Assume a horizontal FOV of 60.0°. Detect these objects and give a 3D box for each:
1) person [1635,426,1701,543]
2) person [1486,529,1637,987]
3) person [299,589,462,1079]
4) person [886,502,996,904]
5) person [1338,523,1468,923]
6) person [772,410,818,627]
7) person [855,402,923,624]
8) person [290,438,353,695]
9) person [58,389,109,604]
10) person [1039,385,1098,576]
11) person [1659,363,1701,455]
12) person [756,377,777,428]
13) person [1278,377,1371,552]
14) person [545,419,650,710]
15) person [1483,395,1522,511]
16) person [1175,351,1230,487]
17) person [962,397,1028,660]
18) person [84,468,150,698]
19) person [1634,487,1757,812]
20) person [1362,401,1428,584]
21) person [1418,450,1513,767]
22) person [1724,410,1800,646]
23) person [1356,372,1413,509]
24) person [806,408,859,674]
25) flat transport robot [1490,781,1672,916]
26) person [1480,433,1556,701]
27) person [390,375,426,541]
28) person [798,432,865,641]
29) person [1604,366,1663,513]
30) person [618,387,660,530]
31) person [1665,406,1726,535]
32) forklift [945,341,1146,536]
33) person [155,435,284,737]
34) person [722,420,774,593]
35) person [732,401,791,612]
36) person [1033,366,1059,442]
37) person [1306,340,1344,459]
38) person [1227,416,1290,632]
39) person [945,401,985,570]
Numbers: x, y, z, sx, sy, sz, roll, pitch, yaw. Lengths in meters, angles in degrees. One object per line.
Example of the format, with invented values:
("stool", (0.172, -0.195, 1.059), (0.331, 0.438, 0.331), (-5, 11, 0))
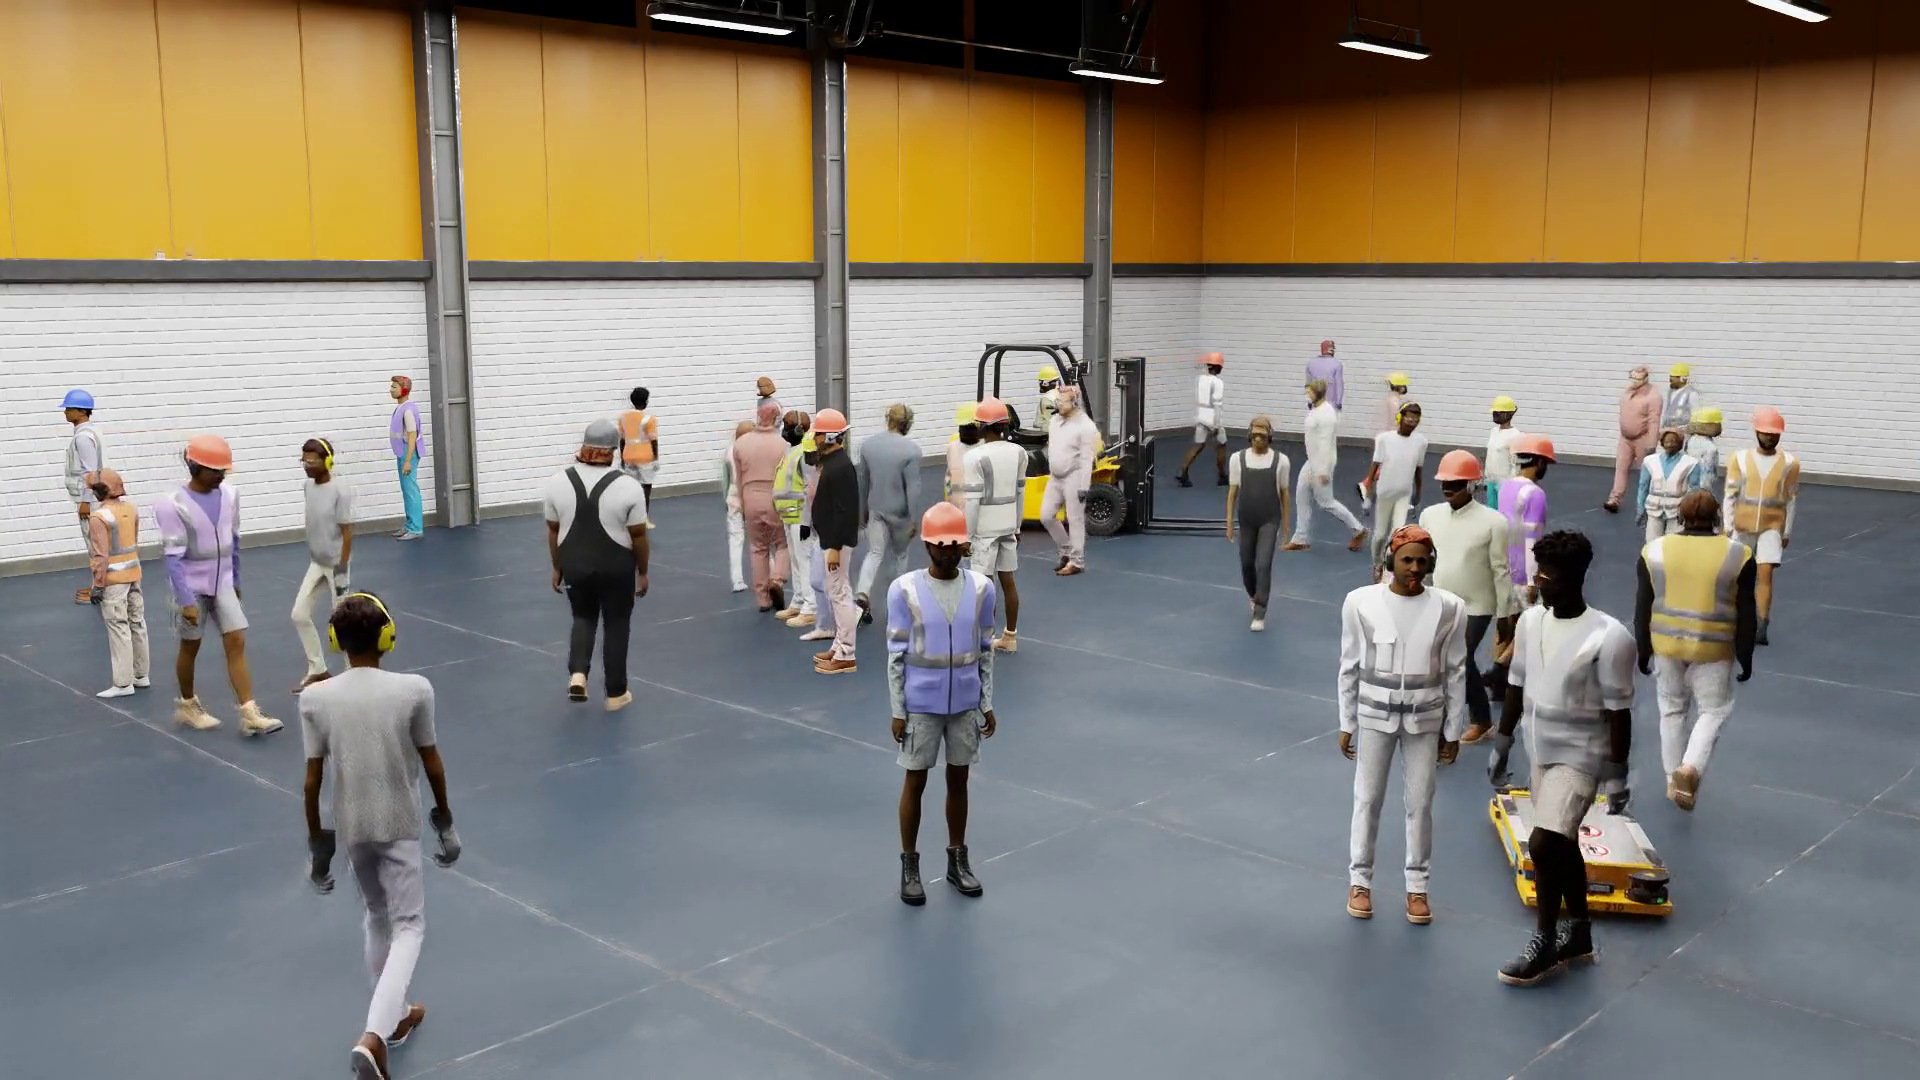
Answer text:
("person", (6.394, -0.214, 15.015), (0.523, 1.628, 0.384), (7, 12, 38))
("person", (2.484, 0.919, 7.083), (0.733, 1.935, 0.618), (-3, 10, -20))
("person", (-2.191, 1.111, 6.237), (0.533, 1.846, 0.824), (0, 9, 0))
("person", (-0.077, 0.774, 7.989), (0.546, 1.939, 0.375), (-3, 10, -18))
("person", (2.044, 0.852, 7.725), (0.574, 1.876, 0.340), (2, 9, 12))
("person", (-1.382, -0.188, 14.189), (0.429, 1.845, 0.621), (-3, 10, -19))
("person", (-0.626, -0.234, 14.314), (0.657, 1.896, 0.868), (5, 10, 27))
("person", (-4.542, 0.201, 11.783), (0.544, 1.843, 0.641), (6, 11, 32))
("person", (-7.950, -0.404, 15.172), (0.375, 1.950, 0.614), (-4, 10, -24))
("person", (1.053, -0.581, 16.434), (0.431, 1.890, 0.674), (-7, 12, -37))
("person", (9.742, -1.498, 22.420), (0.944, 1.781, 0.614), (-1, 9, -7))
("person", (-2.519, -1.313, 21.720), (0.280, 1.632, 0.501), (-6, 11, -32))
("person", (3.911, -0.790, 17.719), (0.896, 1.907, 0.630), (0, 9, -1))
("person", (-2.454, 0.161, 11.438), (0.698, 2.000, 0.537), (1, 9, 6))
("person", (5.454, -0.575, 16.790), (0.310, 1.769, 0.523), (-2, 10, -15))
("person", (3.440, -1.677, 23.121), (0.926, 1.909, 0.542), (-6, 11, -34))
("person", (0.246, -0.090, 12.961), (0.607, 2.048, 0.370), (-8, 12, -42))
("person", (-5.989, 0.300, 11.816), (0.309, 1.640, 0.513), (0, 9, 3))
("person", (4.089, 0.615, 9.305), (0.637, 1.824, 0.708), (7, 11, 35))
("person", (4.052, -0.411, 15.612), (0.590, 1.826, 0.829), (0, 9, 1))
("person", (3.103, 0.397, 10.328), (1.036, 1.941, 0.640), (-7, 12, -38))
("person", (6.600, -0.136, 13.737), (0.540, 1.899, 0.998), (5, 10, 26))
("person", (5.435, -1.261, 21.065), (0.678, 1.748, 0.528), (2, 9, 9))
("person", (-0.953, 0.005, 12.531), (0.391, 1.992, 0.623), (-1, 9, -5))
("flat transport robot", (3.110, 1.535, 8.426), (0.652, 0.197, 1.431), (2, 9, 11))
("person", (3.894, 0.212, 11.549), (0.470, 1.902, 0.581), (-2, 9, -10))
("person", (-6.201, -0.922, 18.660), (0.389, 1.850, 0.567), (-5, 10, -27))
("person", (-1.087, -0.028, 13.471), (0.474, 1.744, 0.544), (-3, 10, -20))
("person", (8.383, -1.233, 20.599), (0.980, 1.847, 0.655), (-5, 10, -28))
("person", (-3.715, -0.930, 19.218), (0.541, 1.680, 0.401), (5, 11, 30))
("person", (7.161, -0.460, 16.239), (0.819, 1.713, 0.487), (-1, 9, -4))
("forklift", (0.977, -1.223, 19.452), (2.313, 2.155, 1.214), (2, 9, 11))
("person", (-4.787, 0.311, 10.697), (0.981, 1.974, 0.627), (5, 11, 29))
("person", (-1.982, -0.338, 15.800), (0.545, 1.598, 0.808), (3, 10, 16))
("person", (-1.687, -0.277, 14.628), (0.642, 1.888, 0.515), (2, 9, 10))
("person", (1.106, -1.252, 20.739), (0.403, 1.830, 0.599), (3, 10, 20))
("person", (5.831, -2.231, 26.523), (0.642, 1.905, 0.399), (8, 12, 41))
("person", (2.549, -0.170, 14.192), (0.518, 1.820, 0.784), (3, 10, 17))
("person", (0.078, -0.229, 14.208), (0.620, 1.912, 0.418), (8, 12, 40))
